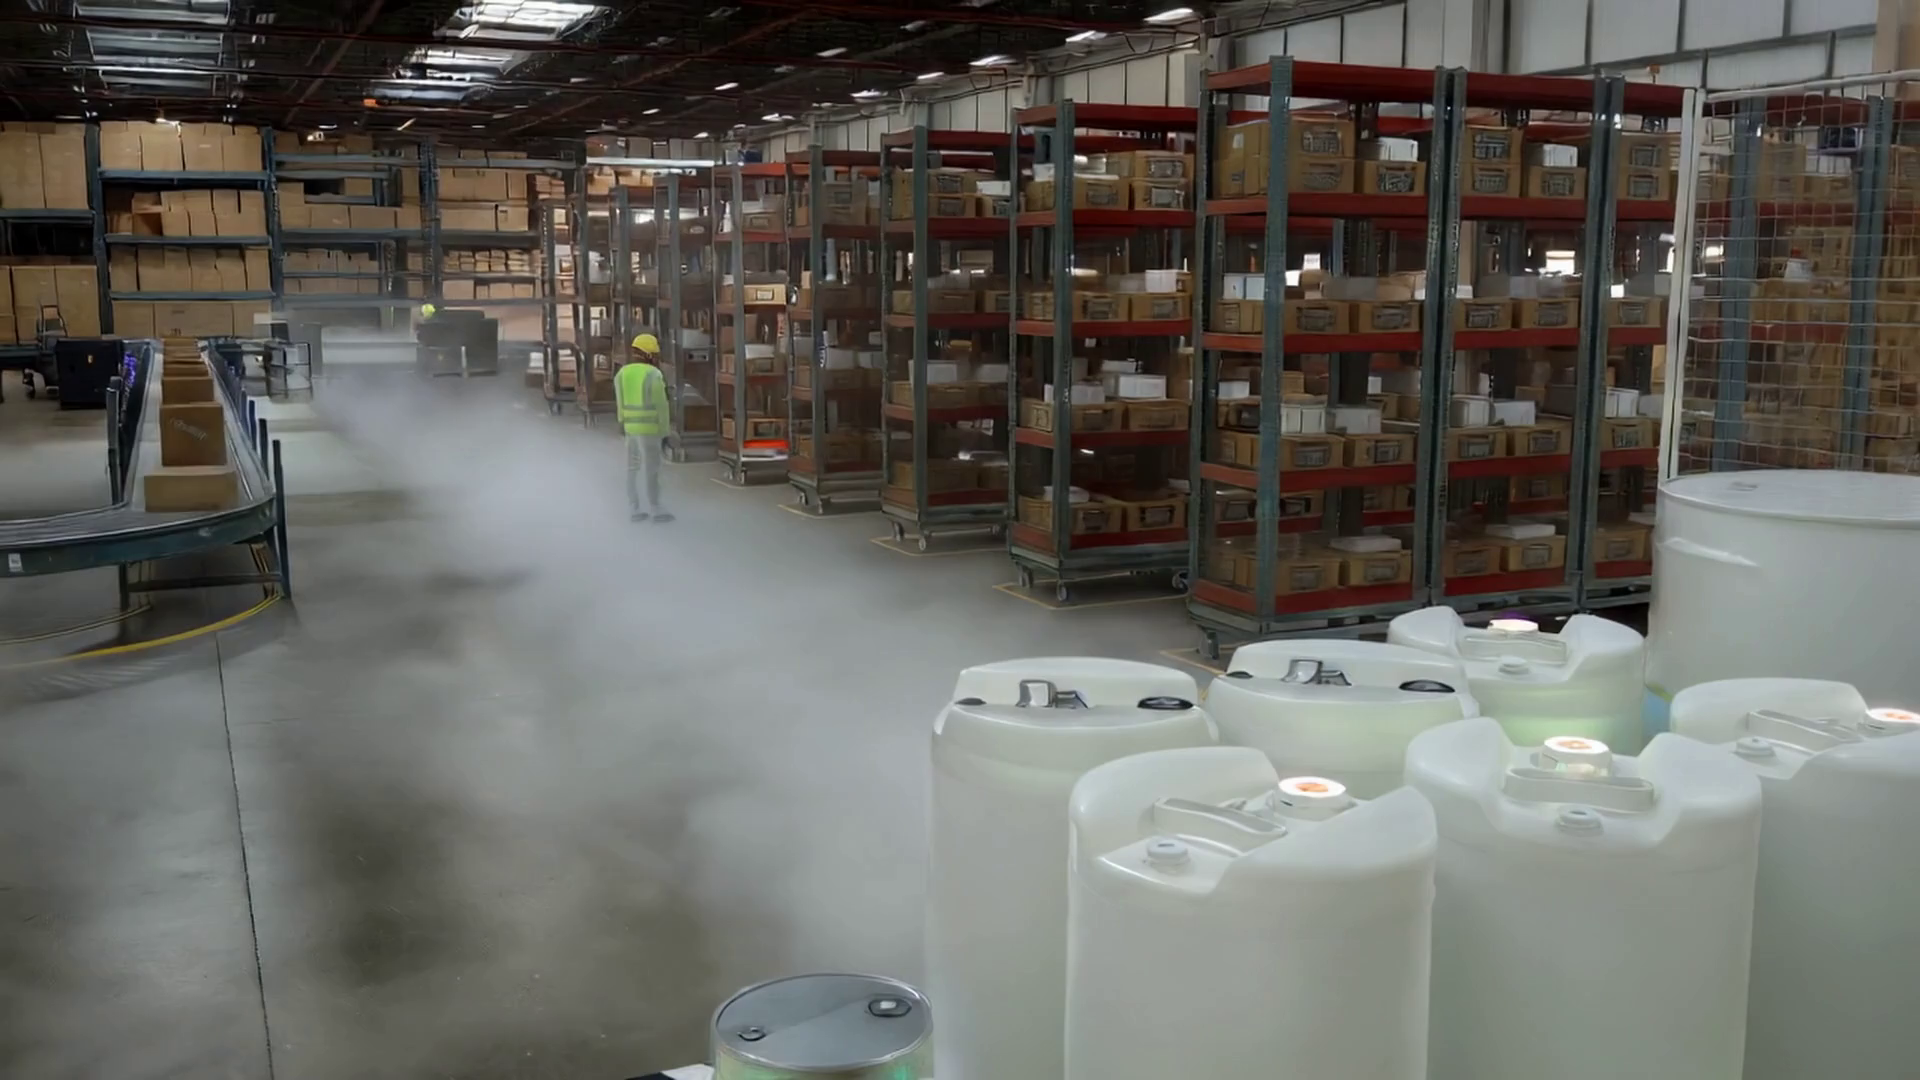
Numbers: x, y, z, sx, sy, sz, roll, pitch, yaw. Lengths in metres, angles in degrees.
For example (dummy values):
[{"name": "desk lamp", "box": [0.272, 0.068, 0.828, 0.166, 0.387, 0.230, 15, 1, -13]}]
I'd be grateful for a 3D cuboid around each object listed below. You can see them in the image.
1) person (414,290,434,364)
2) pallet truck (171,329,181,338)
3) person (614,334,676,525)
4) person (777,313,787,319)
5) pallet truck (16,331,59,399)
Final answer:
[{"name": "person", "box": [-14.086, -5.585, 43.667, 0.551, 1.932, 0.378, 1, 9, 9]}, {"name": "pallet truck", "box": [-17.275, -3.851, 35.096, 1.601, 1.201, 0.680, 0, 9, 1]}, {"name": "person", "box": [-3.001, -1.057, 15.912, 0.586, 1.824, 0.403, 5, 10, 28]}, {"name": "person", "box": [-4.921, -6.010, 46.396, 0.620, 1.897, 0.956, 7, 11, 36]}, {"name": "pallet truck", "box": [-17.082, -3.353, 31.781, 1.630, 1.274, 0.653, -4, 10, -25]}]
